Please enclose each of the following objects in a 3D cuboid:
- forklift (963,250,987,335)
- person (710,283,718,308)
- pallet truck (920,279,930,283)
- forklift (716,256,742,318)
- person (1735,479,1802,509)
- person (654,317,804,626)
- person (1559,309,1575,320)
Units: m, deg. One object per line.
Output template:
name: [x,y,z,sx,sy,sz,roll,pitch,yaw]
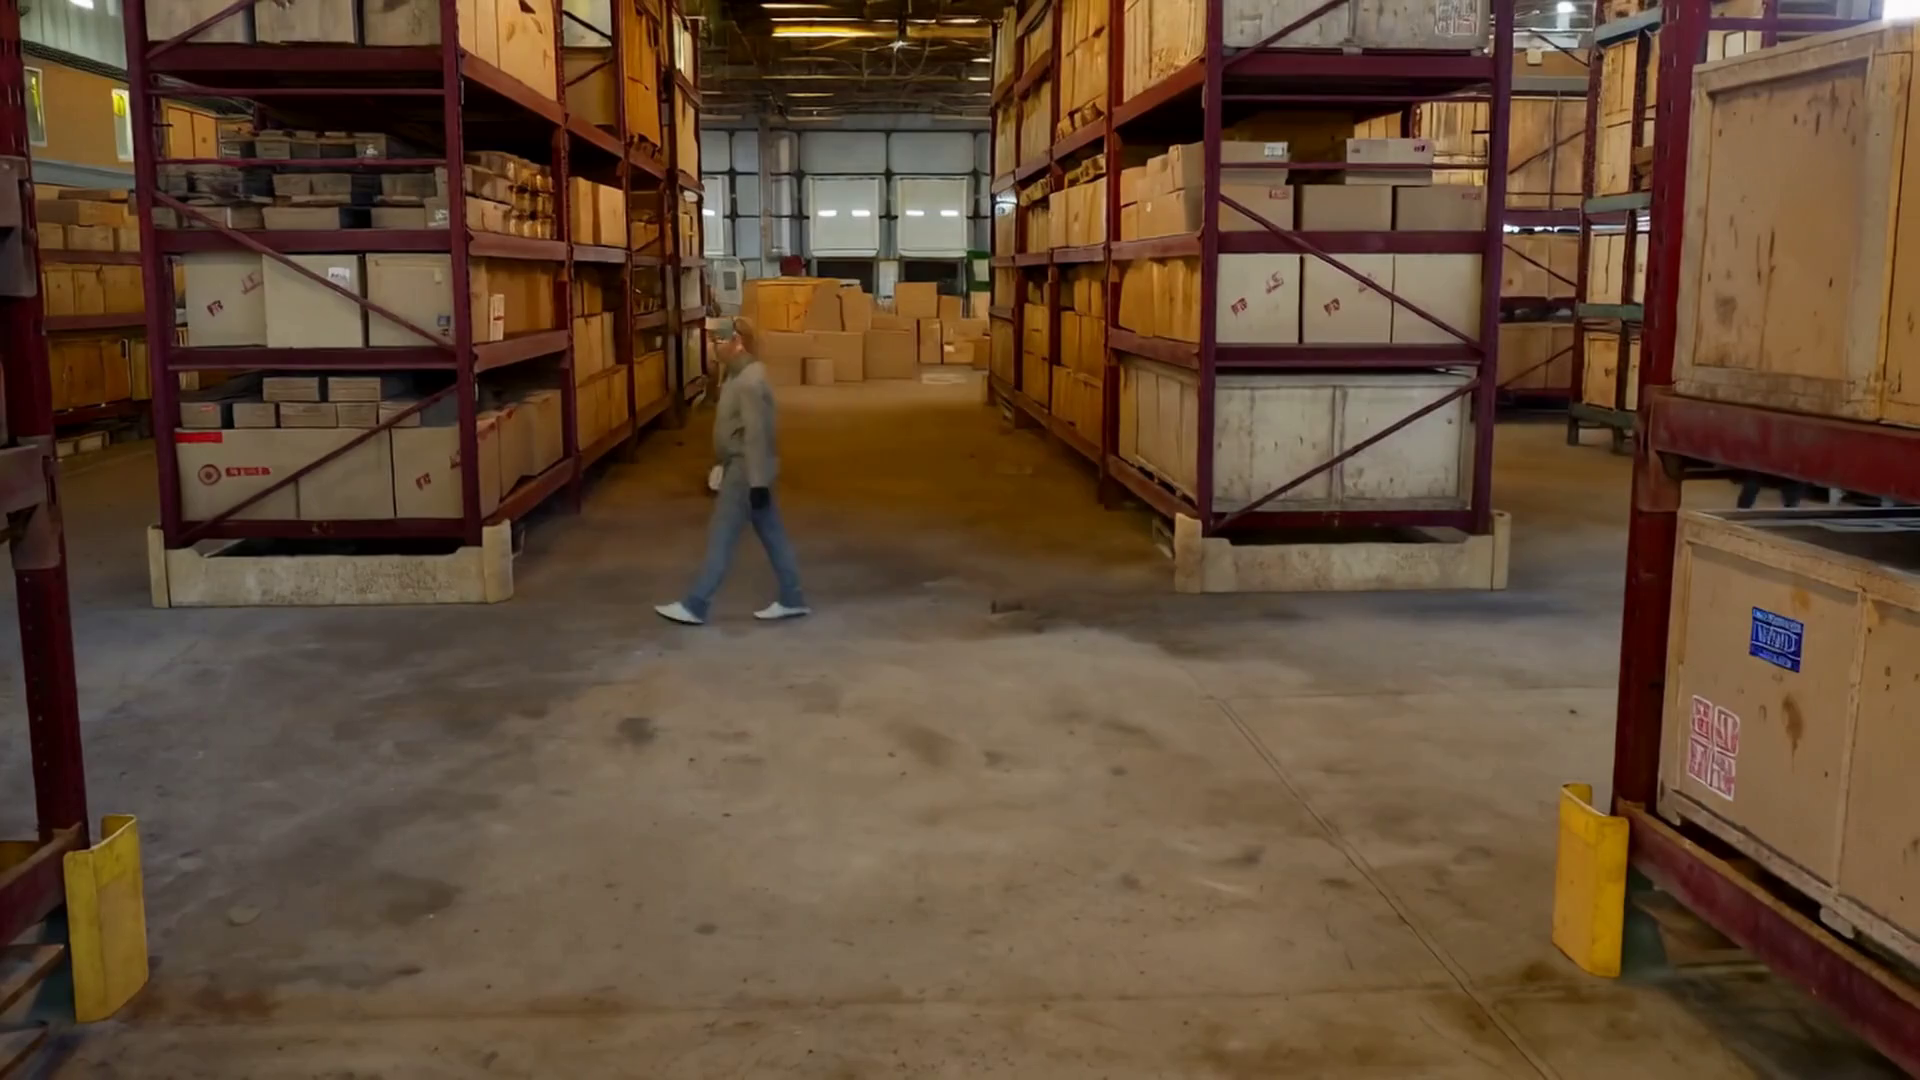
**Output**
forklift: [0.693,-6.956,48.005,1.129,2.768,1.873,-1,9,-7]
person: [-7.797,-7.174,52.529,1.057,1.891,0.625,-3,9,-16]
pallet truck: [-0.932,-8.922,63.114,1.885,1.965,0.823,2,9,13]
forklift: [-8.574,-9.187,62.019,1.129,2.768,1.873,-1,9,-4]
person: [6.244,-0.714,12.594,0.540,1.667,0.735,-8,12,-41]
person: [-1.402,-0.407,10.087,0.957,1.864,0.667,-1,9,-3]
person: [11.003,-3.658,30.360,0.849,1.915,0.560,4,10,21]
